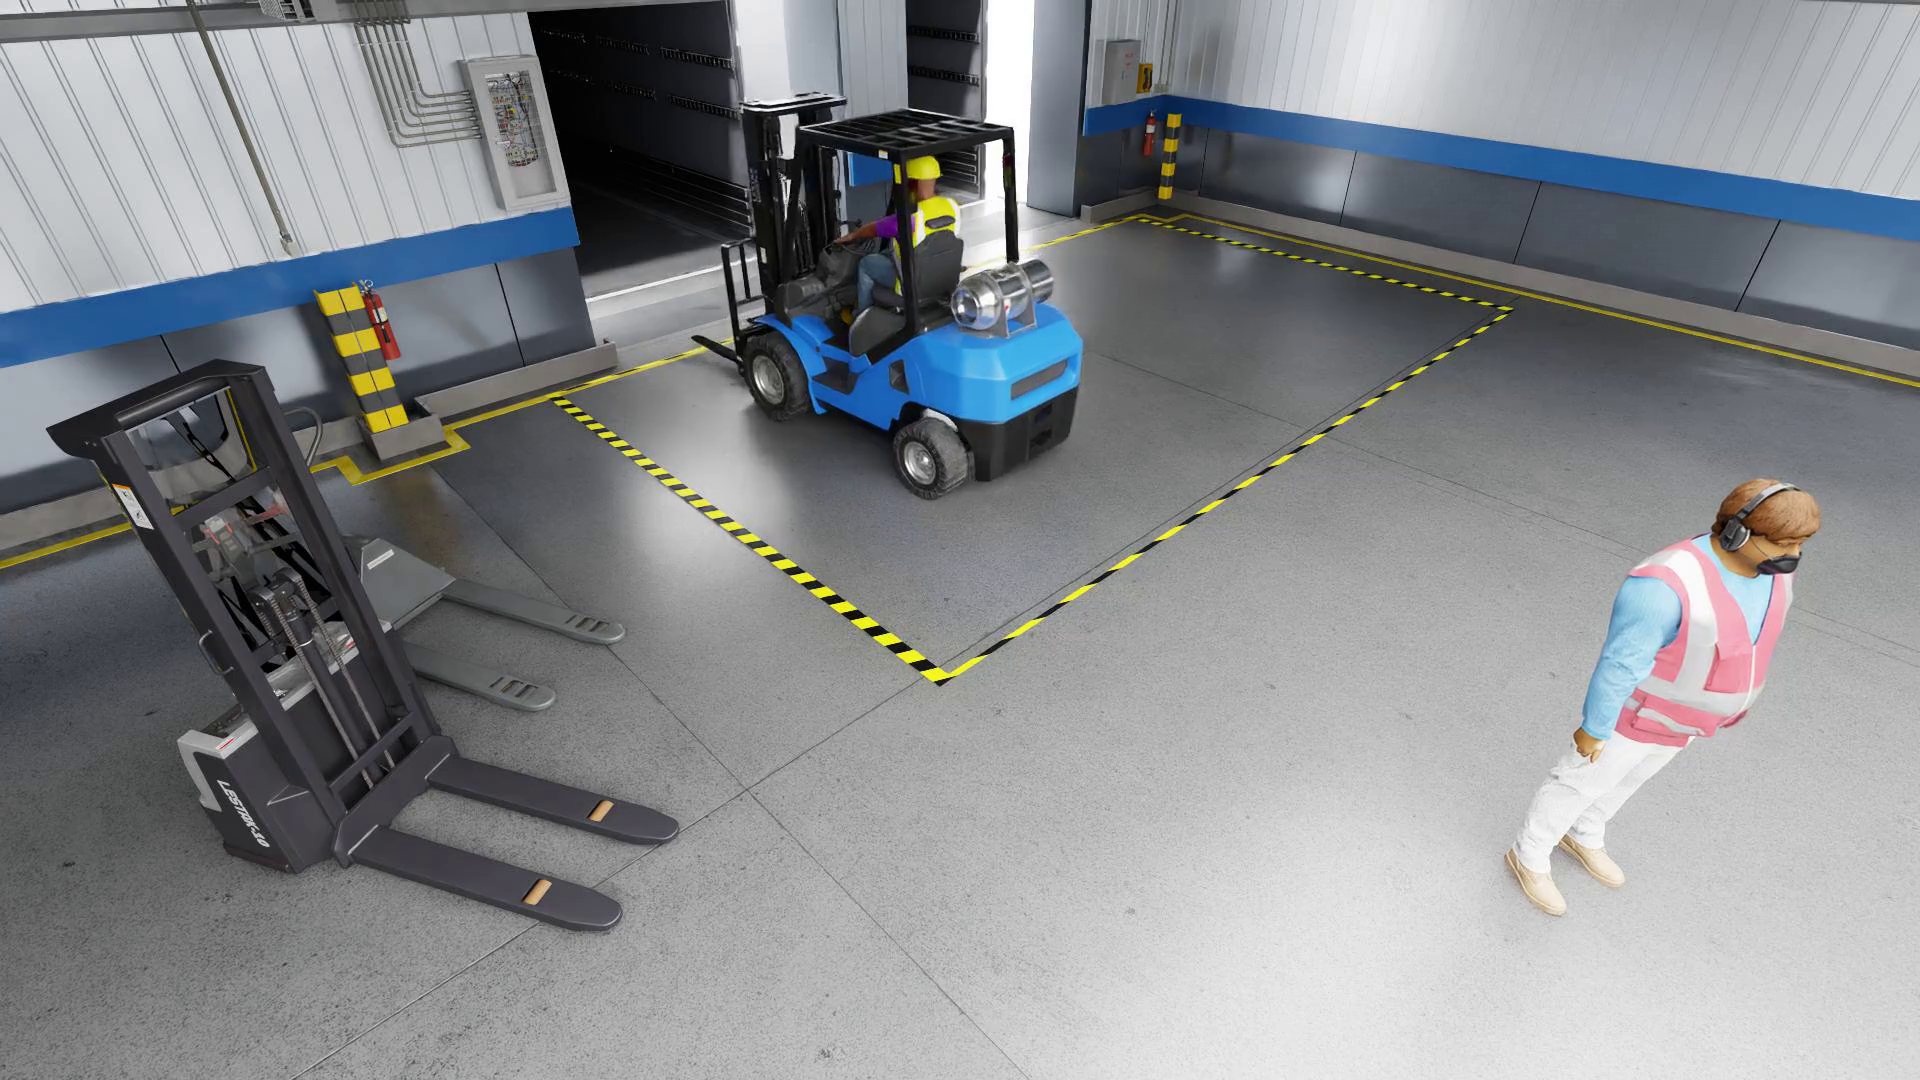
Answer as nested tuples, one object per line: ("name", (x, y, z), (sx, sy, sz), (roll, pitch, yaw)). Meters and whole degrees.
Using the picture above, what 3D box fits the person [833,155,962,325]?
("person", (-0.468, -2.029, 6.310), (1.002, 1.293, 0.635), (28, 43, 35))

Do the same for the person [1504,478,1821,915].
("person", (2.452, 0.596, 3.234), (0.635, 1.841, 0.429), (-12, 36, -17))

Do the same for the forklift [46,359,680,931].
("forklift", (-2.135, 0.422, 3.354), (1.885, 1.965, 0.823), (10, 35, 14))

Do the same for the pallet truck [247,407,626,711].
("pallet truck", (-2.628, 0.038, 4.590), (1.601, 1.201, 0.680), (12, 36, 18))

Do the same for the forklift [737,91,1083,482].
("forklift", (-0.429, -1.848, 6.376), (2.680, 2.036, 1.157), (28, 43, 35))
